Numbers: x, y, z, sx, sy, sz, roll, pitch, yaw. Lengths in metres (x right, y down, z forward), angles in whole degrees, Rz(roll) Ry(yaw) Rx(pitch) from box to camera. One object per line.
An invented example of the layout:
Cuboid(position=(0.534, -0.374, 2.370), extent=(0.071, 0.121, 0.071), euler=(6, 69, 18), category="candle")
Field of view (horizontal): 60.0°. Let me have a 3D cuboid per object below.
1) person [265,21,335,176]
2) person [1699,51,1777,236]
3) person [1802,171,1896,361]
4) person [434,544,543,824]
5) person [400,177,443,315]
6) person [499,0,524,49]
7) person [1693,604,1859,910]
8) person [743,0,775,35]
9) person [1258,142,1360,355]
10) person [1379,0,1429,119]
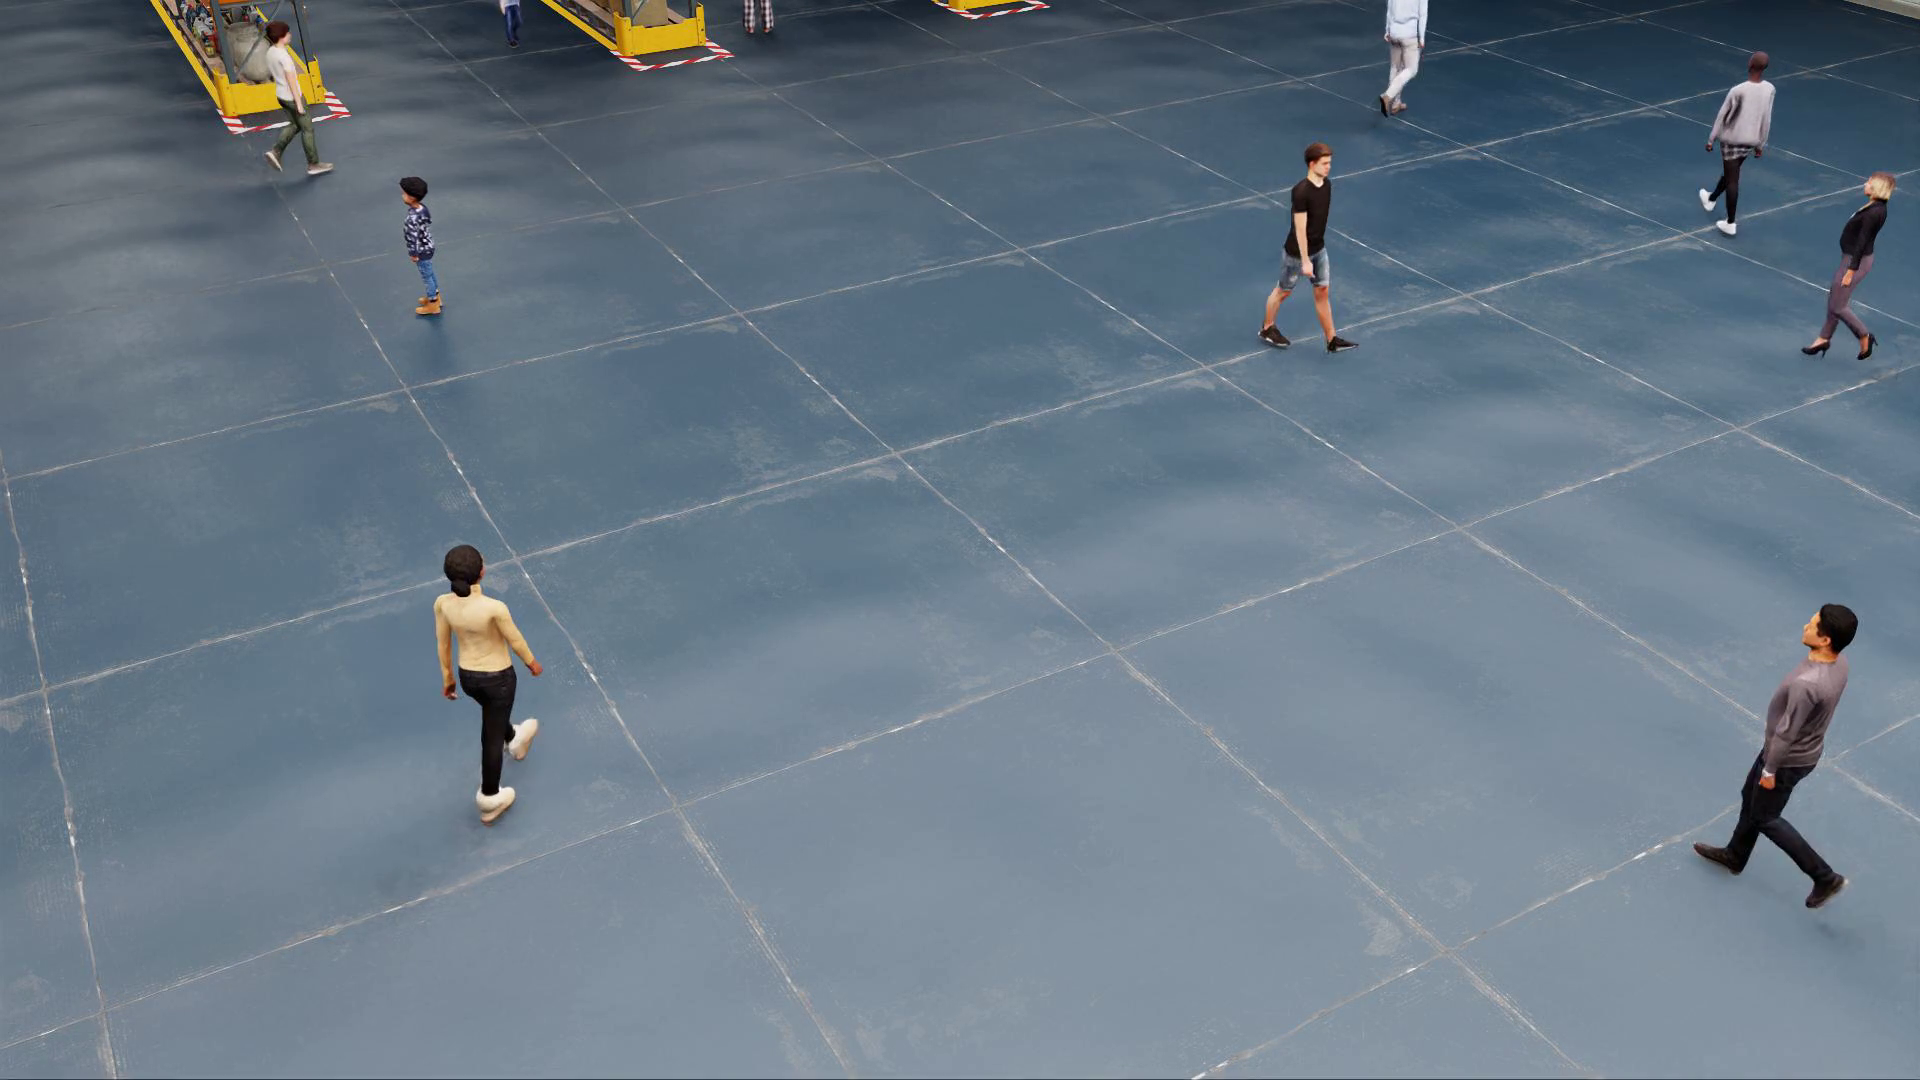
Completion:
Cuboid(position=(-7.174, -4.660, 17.666), extent=(0.794, 1.639, 0.910), euler=(-28, 41, -36), category="person")
Cuboid(position=(7.678, -3.851, 16.287), extent=(0.912, 1.742, 1.163), euler=(-4, 32, -6), category="person")
Cuboid(position=(7.460, -2.215, 13.769), extent=(0.916, 1.662, 0.825), euler=(19, 37, 27), category="person")
Cuboid(position=(-2.604, 0.810, 9.008), extent=(1.016, 1.625, 1.052), euler=(10, 34, 16), category="person")
Cuboid(position=(-4.804, -2.633, 14.817), extent=(0.632, 1.251, 0.547), euler=(-3, 32, -4), category="person")
Cuboid(position=(-6.006, -7.111, 22.050), extent=(0.503, 1.108, 0.544), euler=(-27, 41, -36), category="person")
Cuboid(position=(4.266, 1.119, 8.403), extent=(0.846, 1.748, 1.079), euler=(-26, 40, -35), category="person")
Cuboid(position=(-2.771, -7.796, 22.445), extent=(0.687, 1.844, 0.644), euler=(-6, 33, -9), category="person")
Cuboid(position=(2.813, -2.445, 14.000), extent=(0.832, 1.805, 1.204), euler=(-26, 41, -35), category="person")
Cuboid(position=(5.107, -5.804, 19.259), extent=(1.037, 1.876, 0.917), euler=(25, 40, 34), category="person")
